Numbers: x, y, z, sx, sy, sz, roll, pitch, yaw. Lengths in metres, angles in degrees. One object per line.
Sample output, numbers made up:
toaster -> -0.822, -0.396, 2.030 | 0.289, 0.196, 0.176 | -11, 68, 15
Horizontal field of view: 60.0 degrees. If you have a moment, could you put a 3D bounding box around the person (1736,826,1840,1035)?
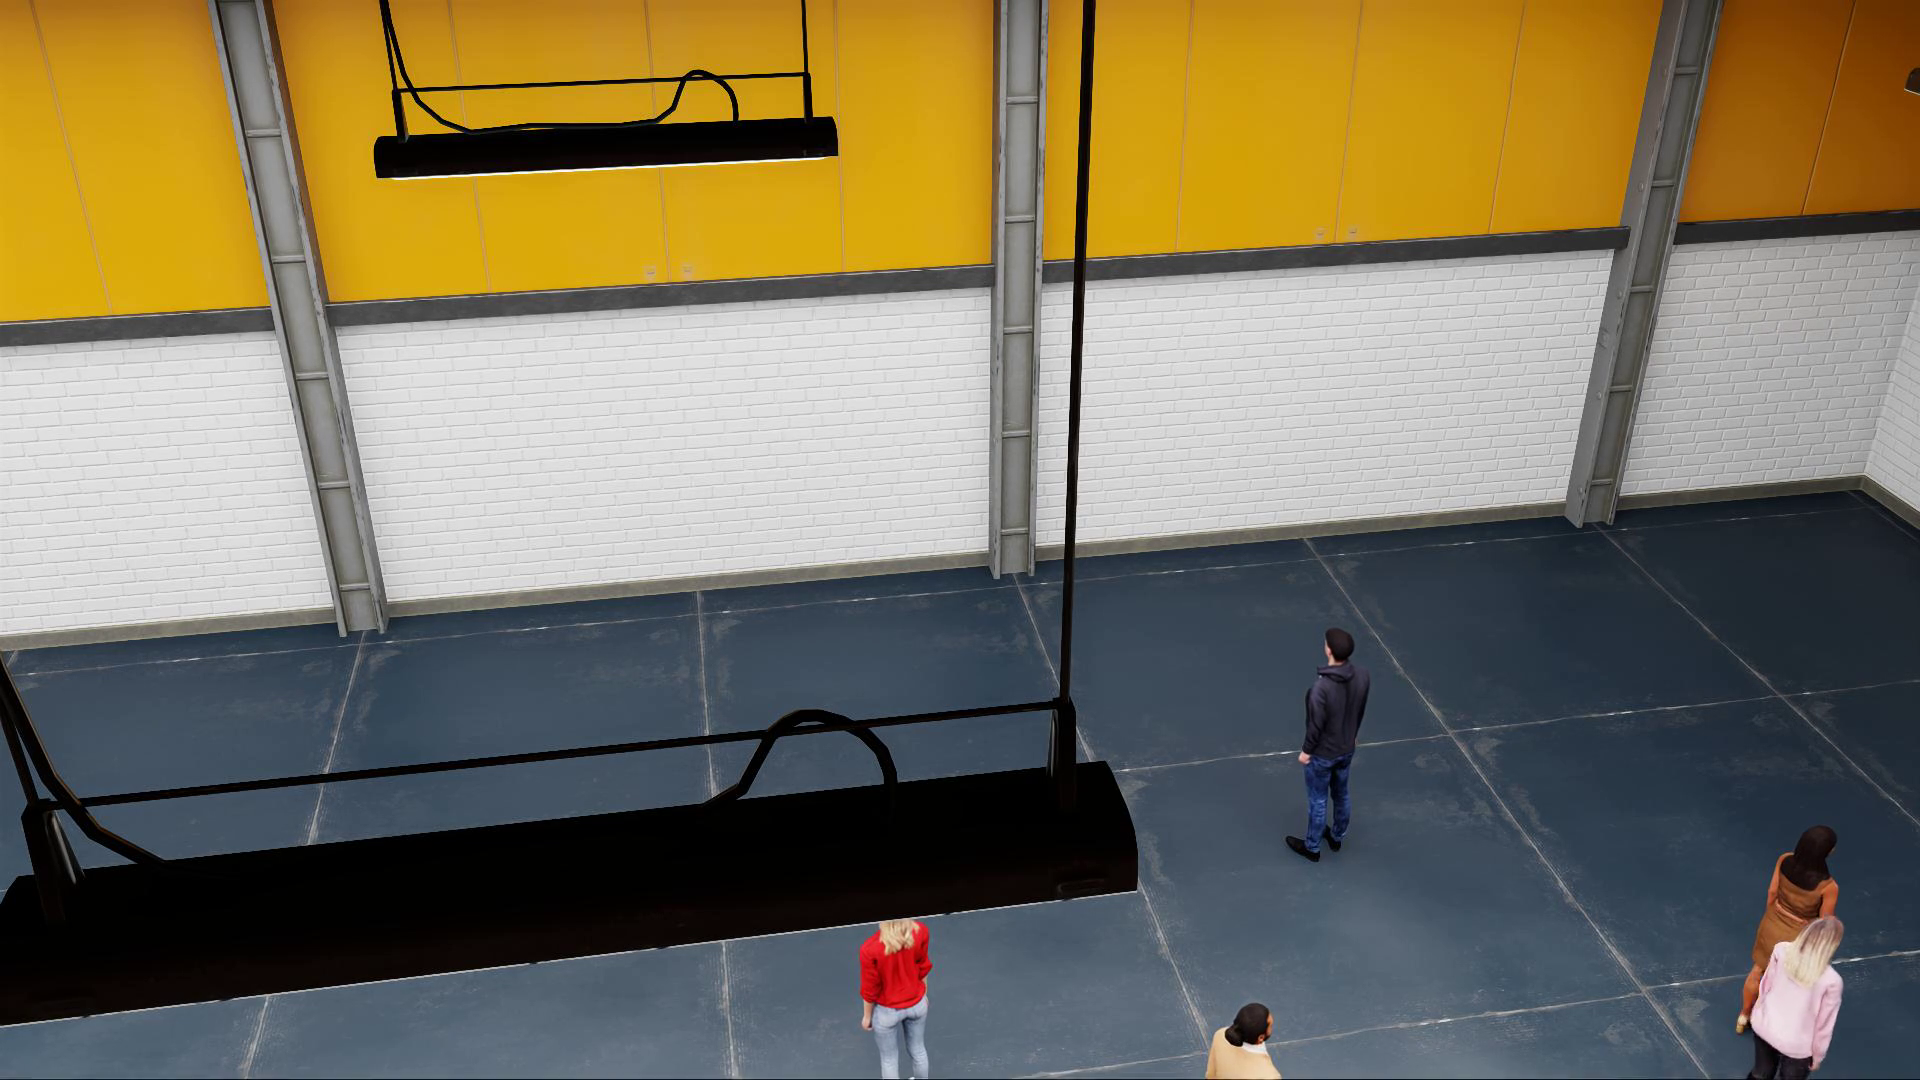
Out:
person -> 5.135, 2.455, 10.292 | 0.620, 1.690, 0.625 | -17, 33, -28

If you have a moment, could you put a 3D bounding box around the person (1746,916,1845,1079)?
person -> 4.684, 2.866, 9.558 | 0.881, 1.672, 0.779 | -18, 33, -29

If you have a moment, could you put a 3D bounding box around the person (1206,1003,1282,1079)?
person -> 1.510, 3.164, 8.925 | 0.737, 1.755, 0.744 | -18, 34, -30

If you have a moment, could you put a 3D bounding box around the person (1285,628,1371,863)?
person -> 2.657, 1.468, 11.889 | 0.644, 1.894, 0.806 | -16, 32, -26

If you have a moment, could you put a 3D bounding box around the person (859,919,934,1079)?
person -> -0.367, 2.731, 9.772 | 0.564, 1.704, 0.733 | -14, 32, -24
